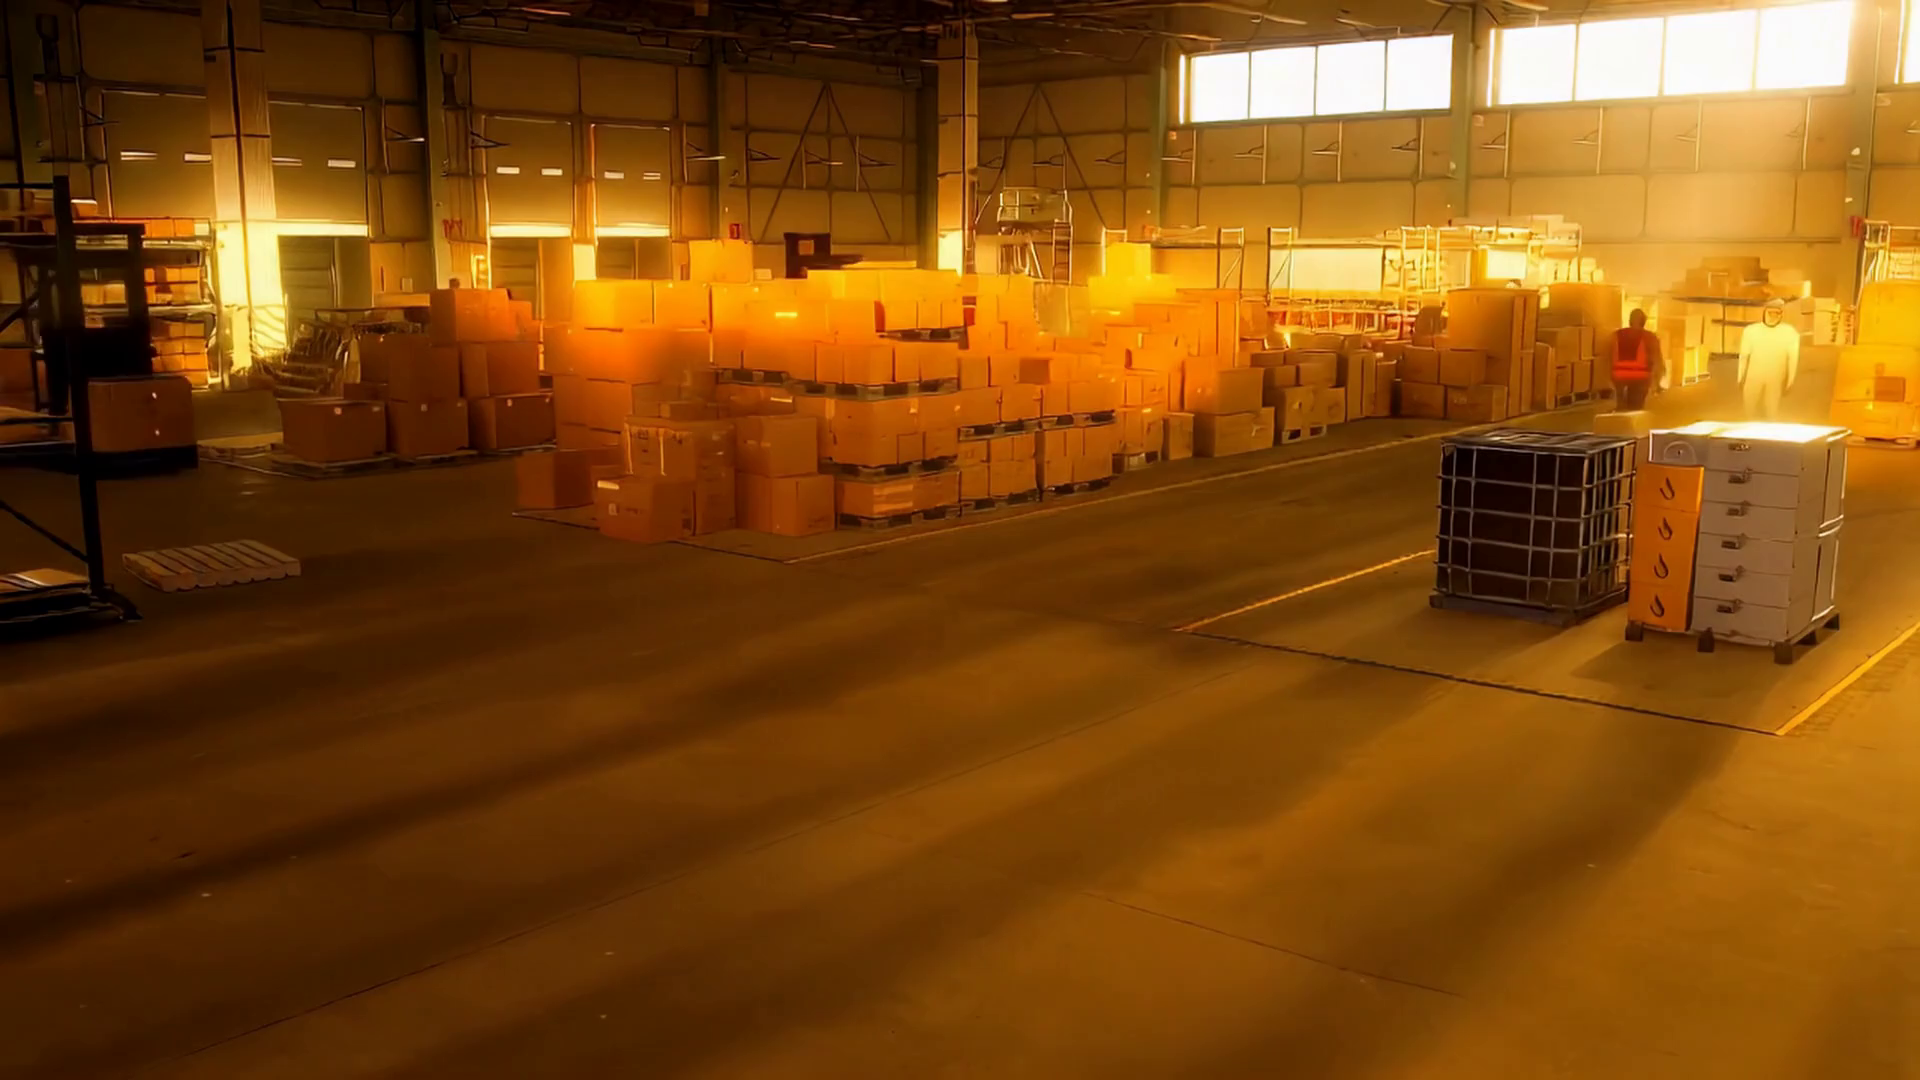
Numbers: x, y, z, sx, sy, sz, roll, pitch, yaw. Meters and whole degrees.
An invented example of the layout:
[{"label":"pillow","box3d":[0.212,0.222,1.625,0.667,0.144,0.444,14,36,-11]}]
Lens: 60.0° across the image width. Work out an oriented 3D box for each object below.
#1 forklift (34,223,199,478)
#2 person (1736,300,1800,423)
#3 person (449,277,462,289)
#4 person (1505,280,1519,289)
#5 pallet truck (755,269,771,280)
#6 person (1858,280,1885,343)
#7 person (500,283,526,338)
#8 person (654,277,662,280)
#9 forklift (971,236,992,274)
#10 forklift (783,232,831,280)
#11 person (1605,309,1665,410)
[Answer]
[{"label":"forklift","box3d":[-9.668,-2.194,18.886,1.873,2.768,1.129,8,13,40]},{"label":"person","box3d":[9.711,-1.920,20.041,0.661,1.920,0.512,6,12,32]},{"label":"person","box3d":[-11.487,-4.989,37.578,0.643,1.910,0.592,-8,13,-38]},{"label":"person","box3d":[11.178,-4.354,34.004,0.823,1.887,0.593,2,10,11]},{"label":"pallet truck","box3d":[-4.996,-6.432,45.525,1.885,1.965,0.823,-6,12,-32]},{"label":"person","box3d":[16.462,-3.696,30.022,0.654,1.964,0.836,-5,11,-25]},{"label":"person","box3d":[-7.829,-3.463,28.791,0.635,1.936,0.354,0,10,1]},{"label":"person","box3d":[-6.516,-4.725,36.021,0.636,1.929,0.385,-5,11,-25]},{"label":"forklift","box3d":[0.546,-5.714,38.923,1.873,2.768,1.129,2,10,12]},{"label":"forklift","box3d":[-2.817,-4.293,30.833,1.873,2.768,1.129,8,13,40]},{"label":"person","box3d":[8.328,-1.928,20.461,0.963,1.788,0.646,-9,13,-40]}]
